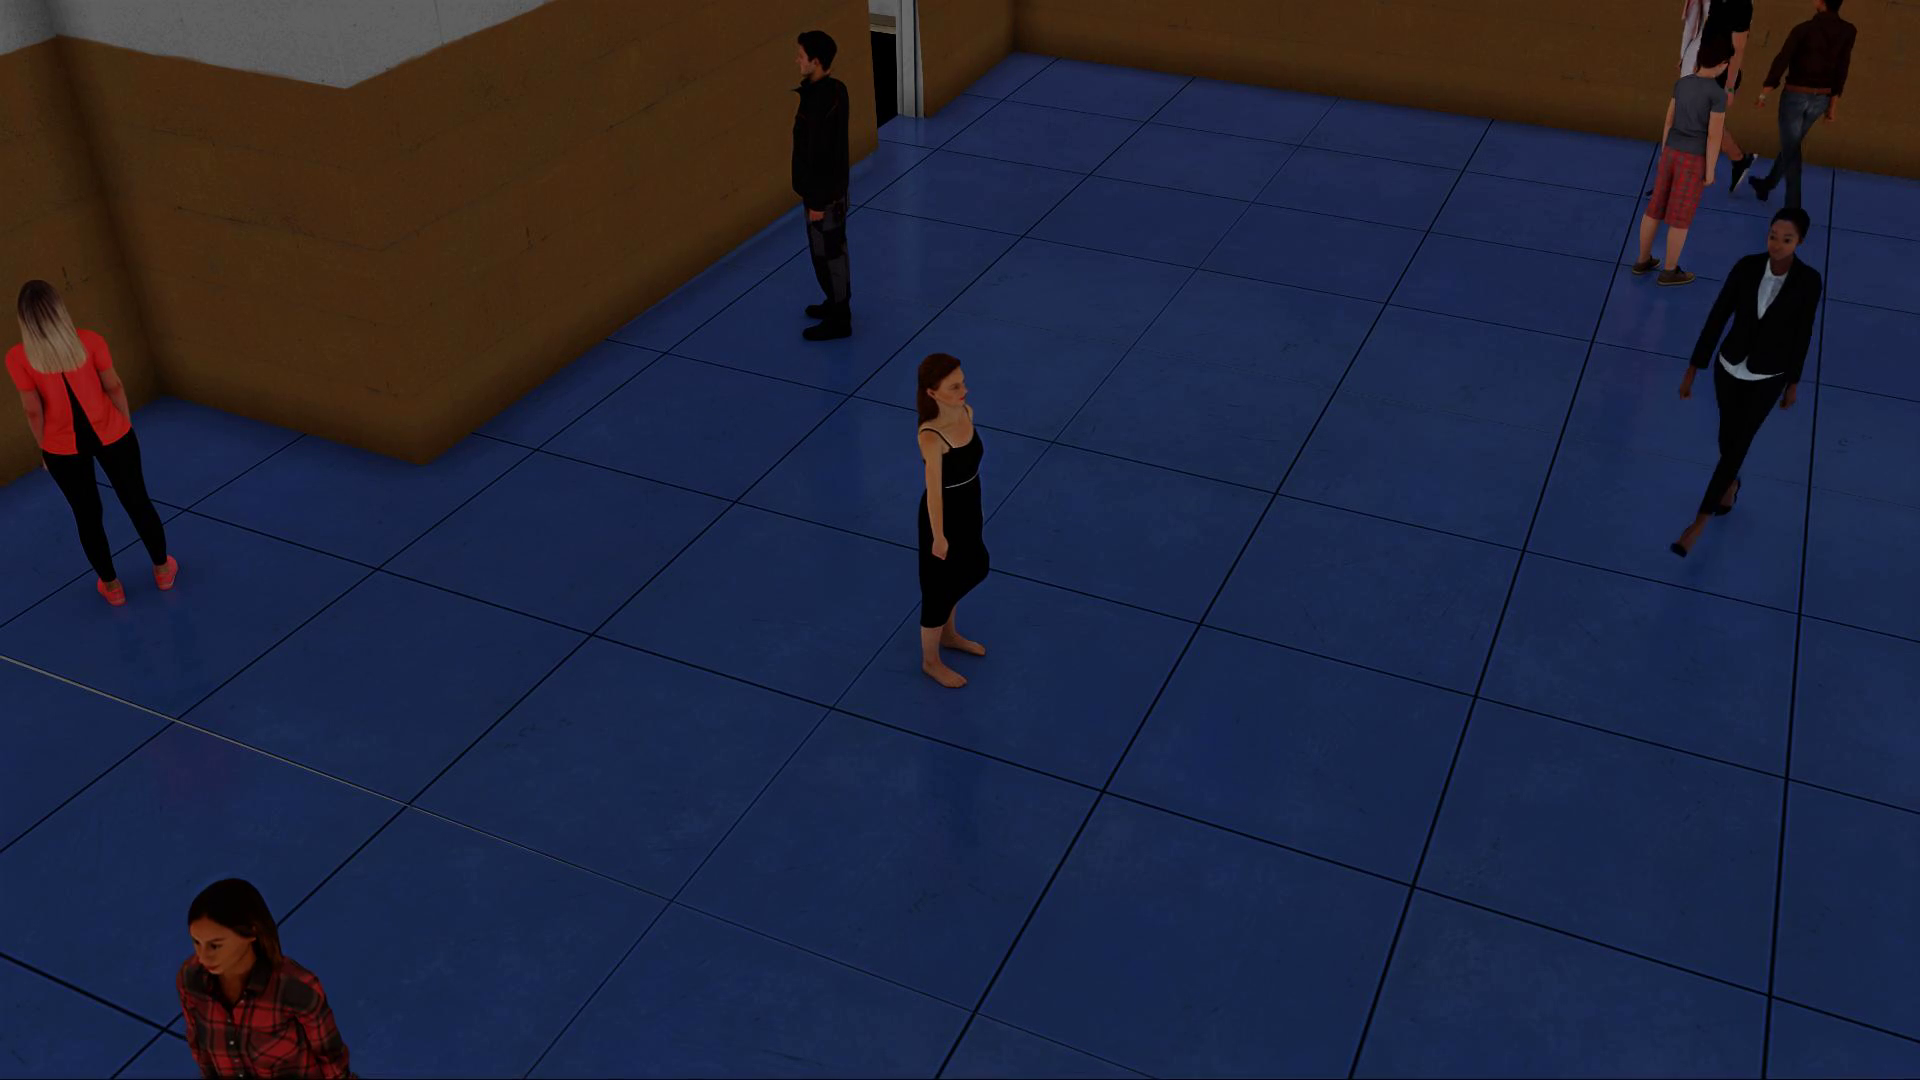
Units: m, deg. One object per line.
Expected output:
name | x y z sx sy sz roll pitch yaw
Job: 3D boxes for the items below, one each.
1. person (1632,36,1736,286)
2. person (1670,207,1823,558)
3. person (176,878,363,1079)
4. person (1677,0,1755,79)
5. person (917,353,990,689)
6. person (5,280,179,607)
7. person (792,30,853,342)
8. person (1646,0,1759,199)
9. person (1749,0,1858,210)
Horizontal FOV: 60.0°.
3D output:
person | 4.830 -2.528 11.093 0.734 1.650 0.642 -18 37 -24
person | 4.009 -0.820 8.412 1.138 1.788 0.938 27 42 35
person | -1.950 1.617 4.826 0.580 1.702 0.724 6 34 8
person | 5.728 -3.686 12.707 0.597 1.804 0.735 22 39 29
person | -0.058 -0.105 7.484 0.554 1.625 0.550 14 36 20
person | -4.168 -0.460 7.956 0.677 1.694 0.702 -19 38 -26
person | -0.838 -2.204 10.350 0.754 1.946 0.785 0 34 1
person | 5.635 -3.382 12.213 1.171 1.843 0.973 -2 34 -3
person | 6.026 -3.051 11.819 1.171 1.729 1.076 -3 34 -4
